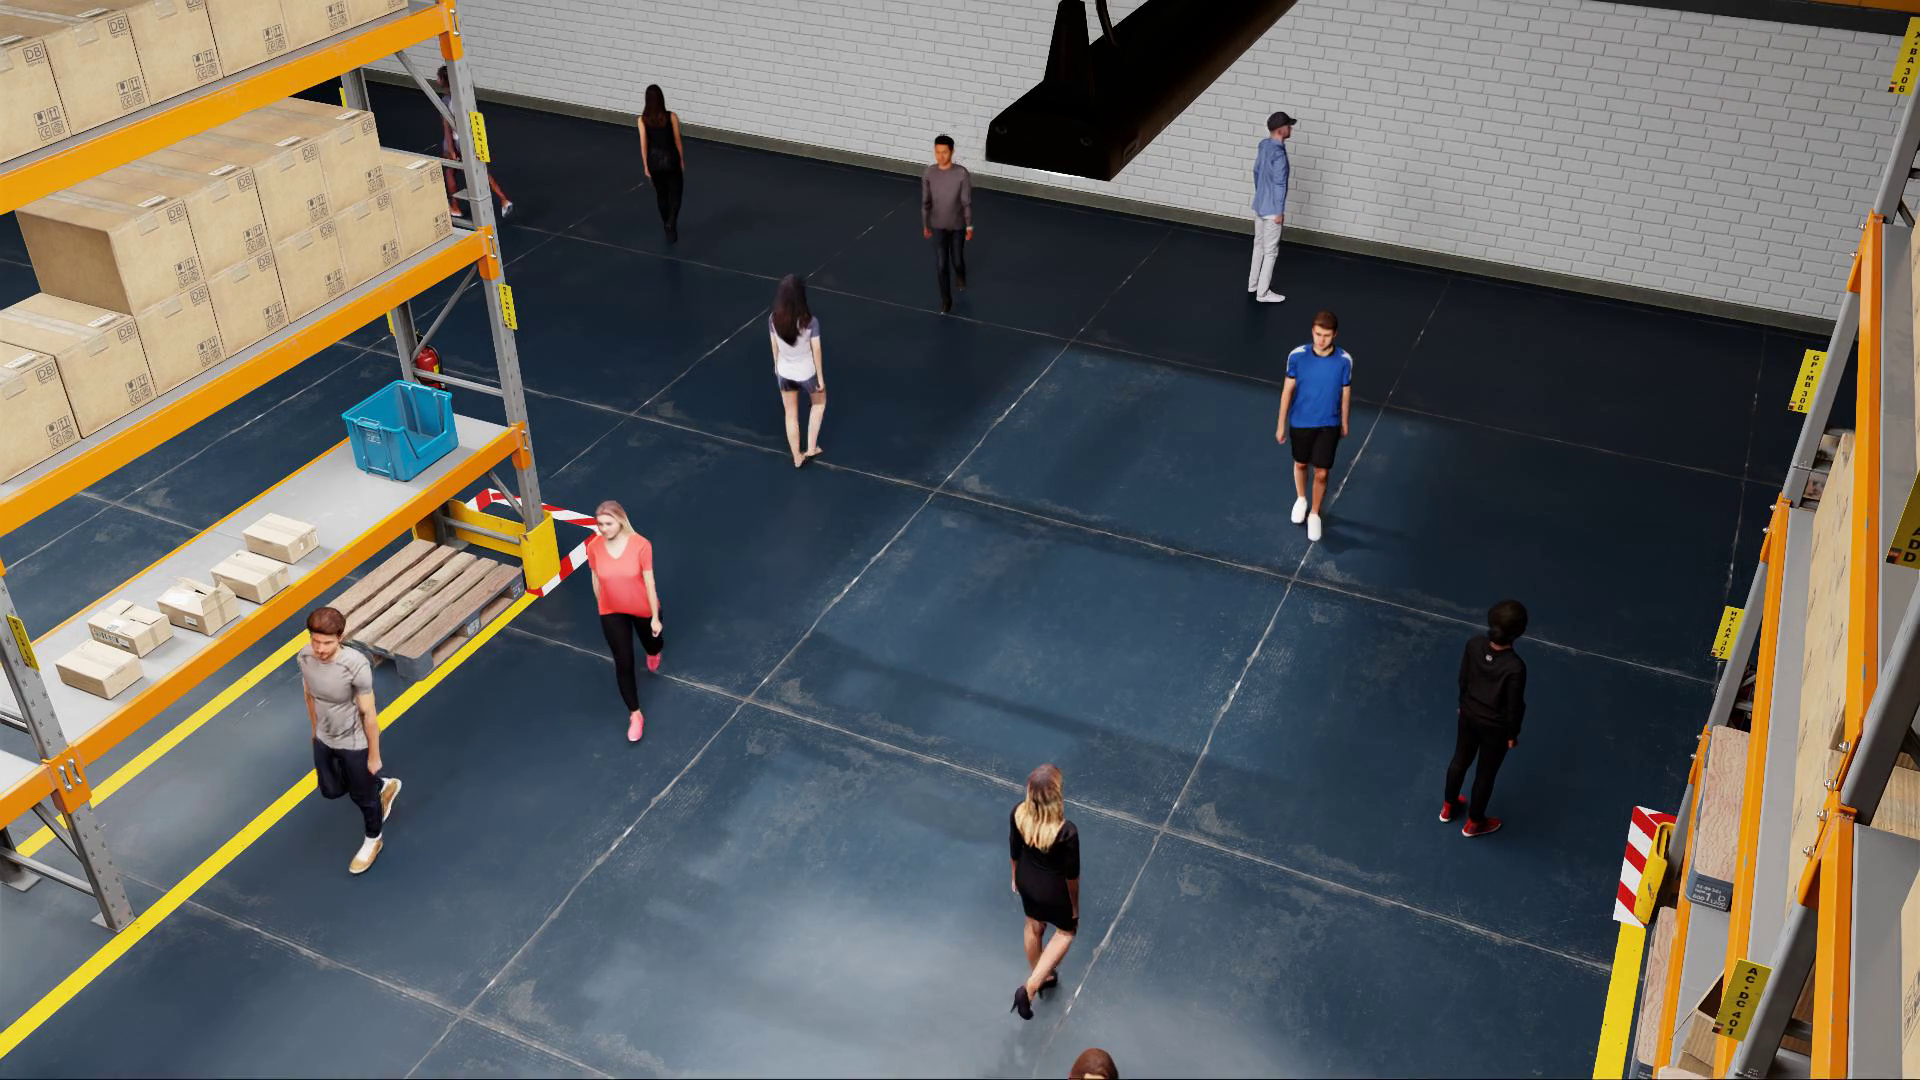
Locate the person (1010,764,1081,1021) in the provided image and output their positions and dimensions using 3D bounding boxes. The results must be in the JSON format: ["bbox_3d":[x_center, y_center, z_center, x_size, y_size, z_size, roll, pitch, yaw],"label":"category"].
[{"bbox_3d":[0.405,1.882,8.693,0.633,1.666,0.798,21,39,29],"label":"person"}]

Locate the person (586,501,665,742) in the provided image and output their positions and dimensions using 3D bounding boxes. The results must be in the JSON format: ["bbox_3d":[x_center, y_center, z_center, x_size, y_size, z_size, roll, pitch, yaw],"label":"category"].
[{"bbox_3d":[-2.135,0.433,10.876,0.948,1.663,1.180,-2,34,-4],"label":"person"}]

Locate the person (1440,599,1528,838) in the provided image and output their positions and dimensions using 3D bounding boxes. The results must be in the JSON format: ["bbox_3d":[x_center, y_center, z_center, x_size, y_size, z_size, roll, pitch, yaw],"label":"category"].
[{"bbox_3d":[3.138,1.065,9.914,0.681,1.676,0.674,-22,40,-30],"label":"person"}]

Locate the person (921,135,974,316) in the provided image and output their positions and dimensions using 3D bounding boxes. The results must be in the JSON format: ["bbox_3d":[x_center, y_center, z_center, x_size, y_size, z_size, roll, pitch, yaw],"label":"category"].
[{"bbox_3d":[-0.088,-3.075,16.073,0.788,1.753,0.939,9,35,13],"label":"person"}]

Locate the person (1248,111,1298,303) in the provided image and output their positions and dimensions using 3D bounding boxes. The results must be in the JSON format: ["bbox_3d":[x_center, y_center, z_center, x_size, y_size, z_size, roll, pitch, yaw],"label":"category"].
[{"bbox_3d":[3.030,-3.262,16.233,0.797,1.888,0.711,-8,34,-12],"label":"person"}]

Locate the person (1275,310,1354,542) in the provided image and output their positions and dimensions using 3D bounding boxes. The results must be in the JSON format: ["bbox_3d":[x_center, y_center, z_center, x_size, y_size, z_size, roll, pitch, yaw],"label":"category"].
[{"bbox_3d":[2.744,-0.962,12.807,0.778,1.848,0.891,8,34,12],"label":"person"}]

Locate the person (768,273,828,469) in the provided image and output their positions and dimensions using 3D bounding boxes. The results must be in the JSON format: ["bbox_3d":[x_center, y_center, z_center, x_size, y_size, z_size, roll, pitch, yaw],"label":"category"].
[{"bbox_3d":[-1.343,-1.326,13.492,0.669,1.697,0.671,8,34,12],"label":"person"}]

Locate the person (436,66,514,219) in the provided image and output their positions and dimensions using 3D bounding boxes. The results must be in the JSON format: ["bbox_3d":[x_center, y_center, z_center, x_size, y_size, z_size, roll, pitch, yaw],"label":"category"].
[{"bbox_3d":[-5.278,-4.229,17.864,0.692,1.690,1.081,16,37,22],"label":"person"}]

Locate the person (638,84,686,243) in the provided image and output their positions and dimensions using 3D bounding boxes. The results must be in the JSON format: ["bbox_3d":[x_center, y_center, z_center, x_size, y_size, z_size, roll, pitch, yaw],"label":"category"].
[{"bbox_3d":[-3.090,-3.897,17.381,0.859,1.674,1.021,-3,34,-4],"label":"person"}]

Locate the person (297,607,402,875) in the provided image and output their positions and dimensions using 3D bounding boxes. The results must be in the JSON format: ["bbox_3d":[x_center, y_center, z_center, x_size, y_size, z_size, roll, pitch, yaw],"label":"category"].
[{"bbox_3d":[-3.513,1.093,9.692,0.704,1.874,0.812,13,36,19],"label":"person"}]
